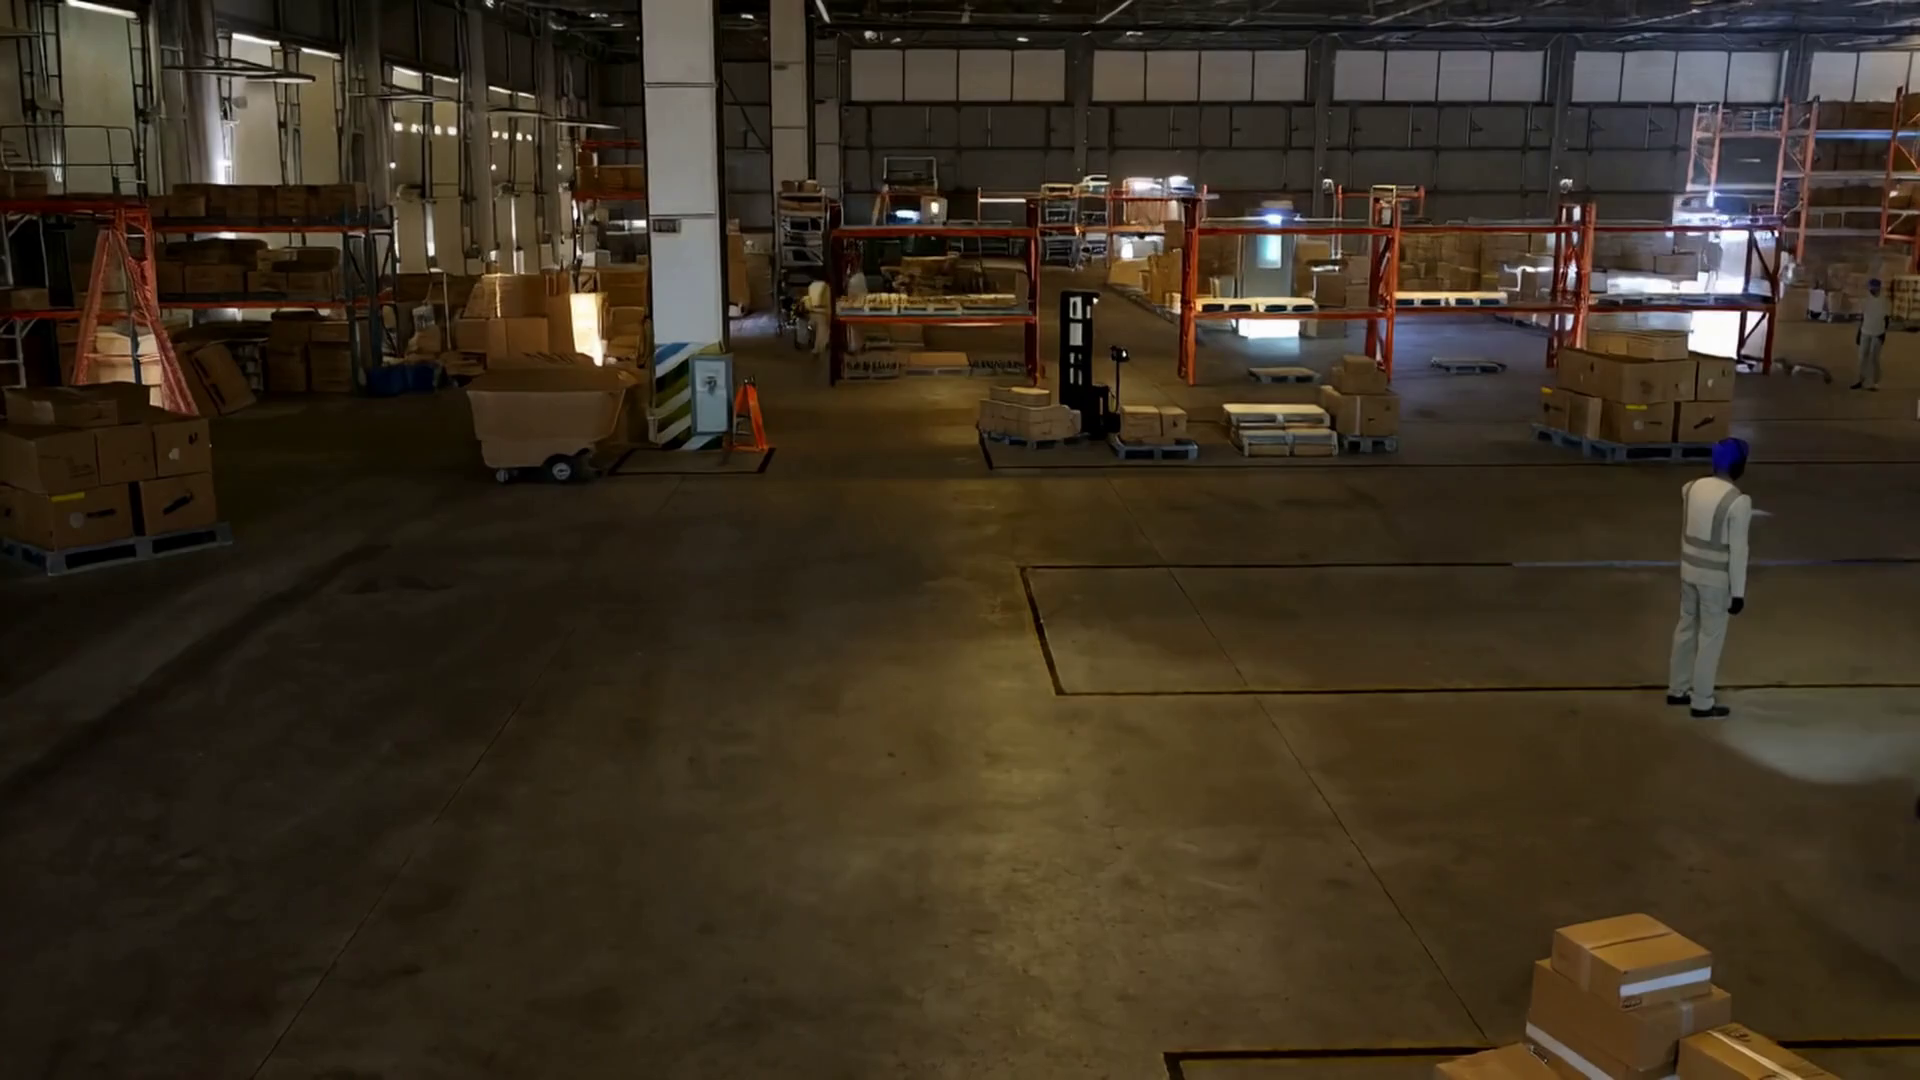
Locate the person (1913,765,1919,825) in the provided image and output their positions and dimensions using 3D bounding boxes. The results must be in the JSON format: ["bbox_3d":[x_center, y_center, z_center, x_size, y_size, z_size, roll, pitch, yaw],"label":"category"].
[{"bbox_3d":[5.649,0.623,9.152,0.995,1.895,0.617,-9,15,-35],"label":"person"}]

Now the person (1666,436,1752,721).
[{"bbox_3d":[4.911,0.254,10.874,0.350,1.878,0.567,-4,13,-15],"label":"person"}]

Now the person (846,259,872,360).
[{"bbox_3d":[-1.993,-4.401,31.798,0.435,1.925,0.634,-2,13,-8],"label":"person"}]

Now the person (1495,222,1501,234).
[{"bbox_3d":[17.590,-9.469,54.692,0.663,1.897,0.939,-5,13,-20],"label":"person"}]

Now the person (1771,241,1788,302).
[{"bbox_3d":[22.581,-7.408,45.863,0.540,1.695,0.318,-8,15,-32],"label":"person"}]

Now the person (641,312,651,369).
[{"bbox_3d":[-4.306,-2.671,23.951,0.587,1.927,0.368,-9,15,-36],"label":"person"}]

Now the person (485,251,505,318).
[{"bbox_3d":[-11.465,-6.269,40.874,0.526,1.631,0.320,11,17,41],"label":"person"}]

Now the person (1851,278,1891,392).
[{"bbox_3d":[14.941,-3.361,27.238,0.331,1.861,0.503,-6,14,-27],"label":"person"}]

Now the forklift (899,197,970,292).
[{"bbox_3d":[-0.712,-8.570,48.413,1.873,2.768,1.129,9,15,34],"label":"forklift"}]

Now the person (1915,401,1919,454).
[{"bbox_3d":[12.426,-2.050,20.888,0.742,2.000,0.691,-1,13,-3],"label":"person"}]

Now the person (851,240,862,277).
[{"bbox_3d":[-2.875,-7.450,46.050,0.320,1.695,0.538,-1,13,-6],"label":"person"}]

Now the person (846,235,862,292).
[{"bbox_3d":[-3.145,-8.353,49.599,0.359,1.930,0.588,-10,16,-39],"label":"person"}]

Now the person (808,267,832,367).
[{"bbox_3d":[-2.501,-4.090,30.585,0.663,1.825,0.432,8,15,33],"label":"person"}]

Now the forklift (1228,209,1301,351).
[{"bbox_3d":[6.186,-5.260,33.469,1.129,2.768,1.873,0,12,-2],"label":"forklift"}]

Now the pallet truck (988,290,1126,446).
[{"bbox_3d":[1.257,-2.299,22.111,1.885,1.965,0.823,-9,15,-35],"label":"pallet truck"}]

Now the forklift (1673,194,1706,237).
[{"bbox_3d":[24.156,-10.094,55.295,1.129,2.768,1.873,0,12,-2],"label":"forklift"}]

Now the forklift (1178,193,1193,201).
[{"bbox_3d":[7.732,-10.480,57.037,1.873,2.768,1.129,3,13,15],"label":"forklift"}]

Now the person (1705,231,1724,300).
[{"bbox_3d":[20.358,-7.339,44.865,0.622,1.997,0.371,-12,17,-43],"label":"person"}]
